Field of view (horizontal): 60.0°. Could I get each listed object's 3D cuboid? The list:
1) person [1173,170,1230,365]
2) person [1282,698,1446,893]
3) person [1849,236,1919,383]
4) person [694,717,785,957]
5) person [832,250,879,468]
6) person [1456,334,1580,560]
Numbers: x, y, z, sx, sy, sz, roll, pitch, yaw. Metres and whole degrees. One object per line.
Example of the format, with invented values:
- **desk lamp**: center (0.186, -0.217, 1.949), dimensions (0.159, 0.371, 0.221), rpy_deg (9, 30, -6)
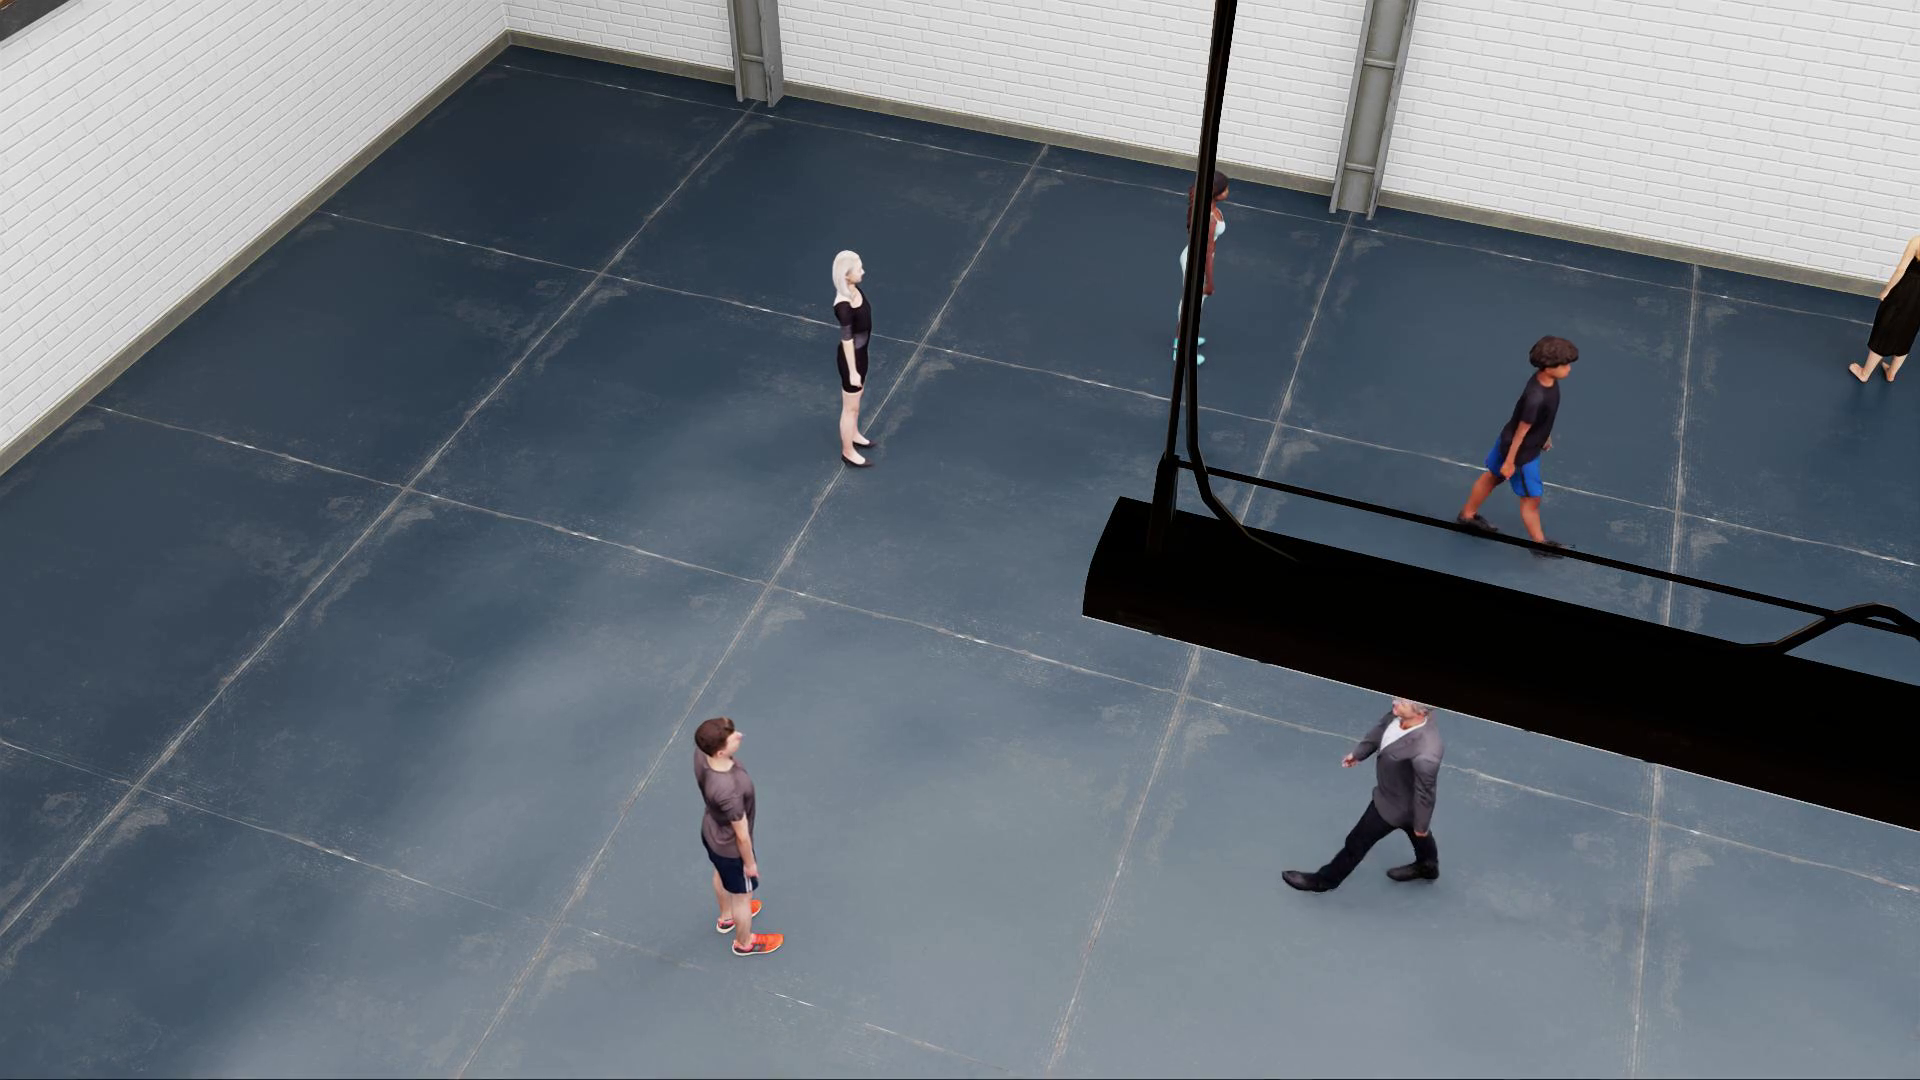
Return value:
- **person**: center (1.870, -2.157, 13.117), dimensions (0.662, 1.724, 0.647), rpy_deg (-4, 44, -4)
- **person**: center (2.538, 1.410, 9.319), dimensions (1.259, 1.798, 0.921), rpy_deg (4, 44, 4)
- **person**: center (7.403, -1.912, 12.932), dimensions (0.603, 1.625, 0.699), rpy_deg (1, 44, 1)
- **person**: center (-1.261, 1.613, 9.067), dimensions (0.779, 1.852, 0.706), rpy_deg (-20, 47, -20)
- **person**: center (-0.794, -1.321, 12.161), dimensions (0.581, 1.832, 0.624), rpy_deg (2, 44, 2)
- **person**: center (3.806, -0.677, 11.535), dimensions (1.067, 1.762, 0.699), rpy_deg (19, 47, 18)
